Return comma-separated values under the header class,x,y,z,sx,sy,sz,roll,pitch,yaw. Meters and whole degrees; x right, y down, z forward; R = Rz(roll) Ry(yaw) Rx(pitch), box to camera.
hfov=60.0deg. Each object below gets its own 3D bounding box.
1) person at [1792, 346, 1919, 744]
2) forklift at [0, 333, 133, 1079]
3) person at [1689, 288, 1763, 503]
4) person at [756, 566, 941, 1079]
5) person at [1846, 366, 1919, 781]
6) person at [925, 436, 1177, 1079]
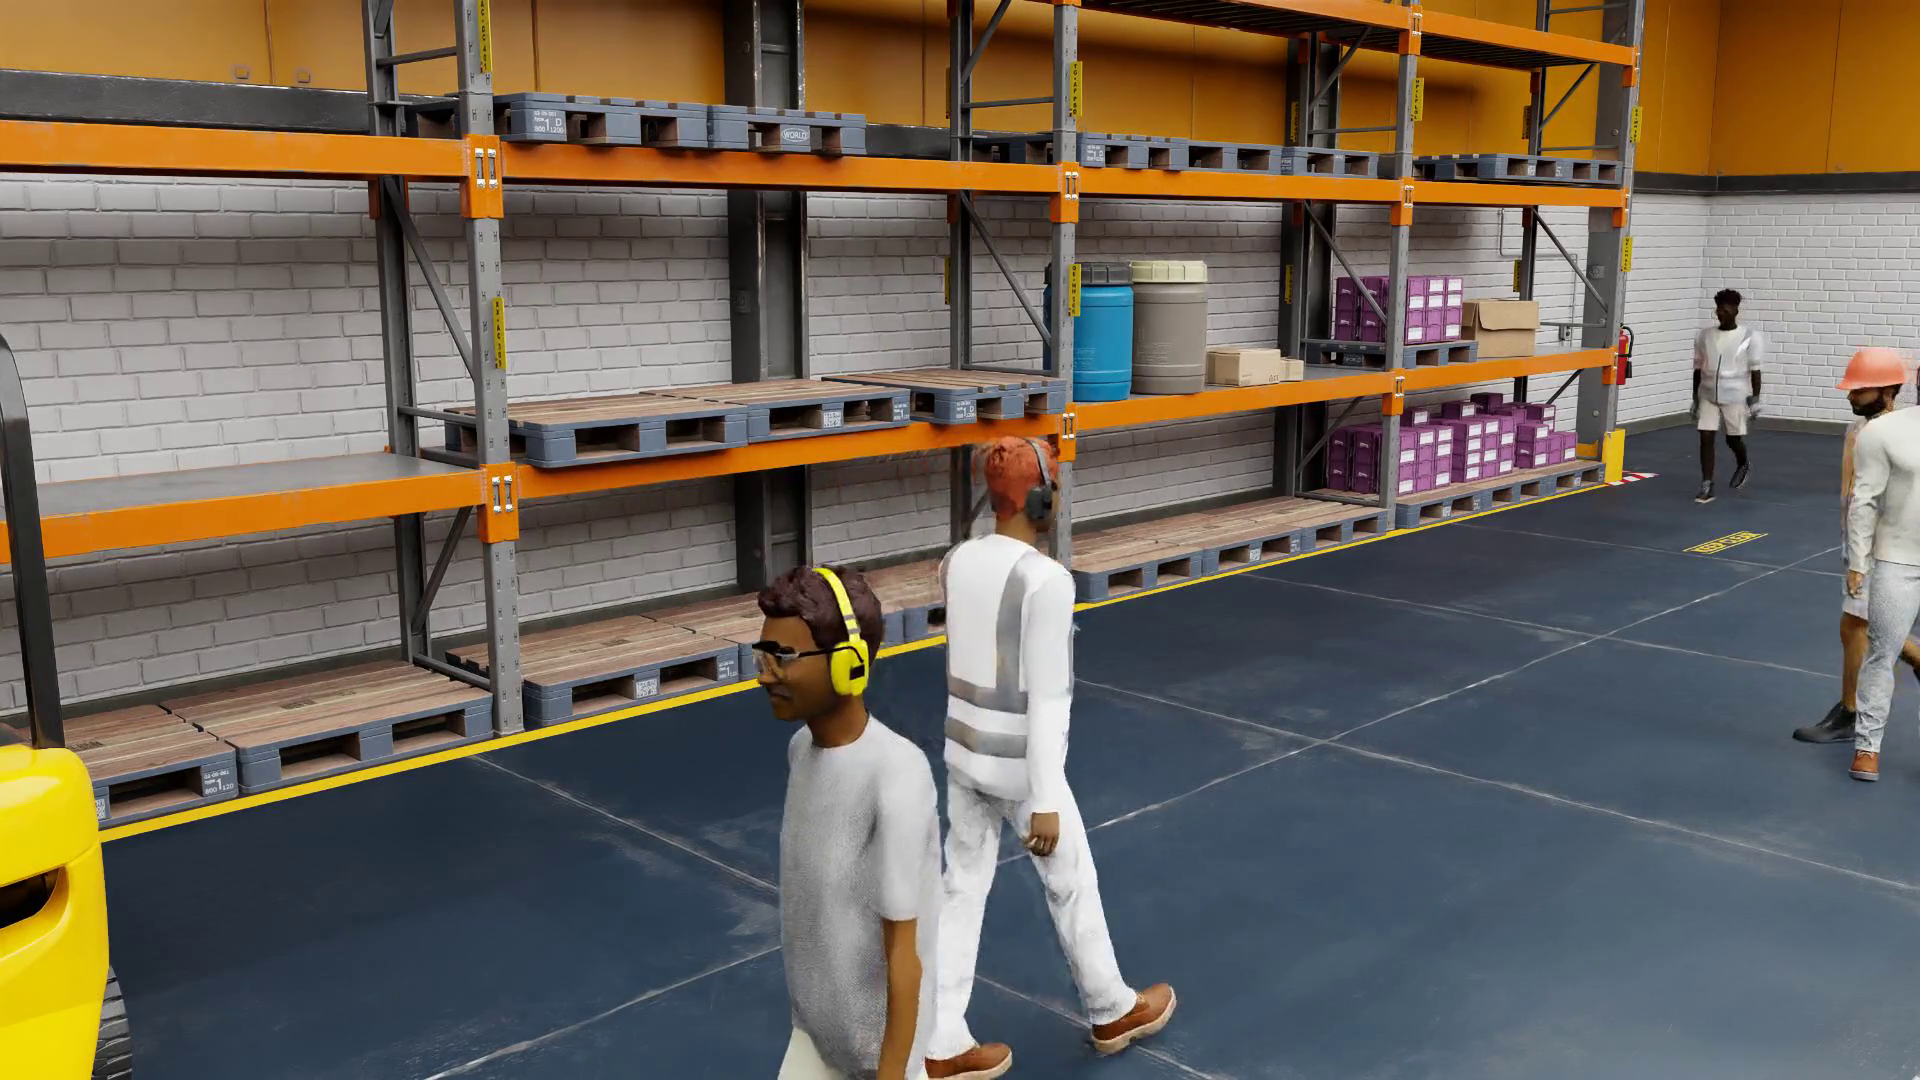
class,x,y,z,sx,sy,sz,roll,pitch,yaw
person,4.421,0.039,7.849,0.776,1.906,0.562,0,10,1
forklift,-3.289,0.485,4.582,1.214,2.155,2.313,-10,14,-44
person,6.985,-1.319,15.122,0.616,1.942,0.787,10,14,42
person,-0.124,0.931,3.147,0.908,1.834,0.518,-8,13,-36
person,4.227,0.117,7.283,0.636,1.939,0.363,4,11,19
person,0.236,0.621,4.768,0.912,1.845,0.615,-7,13,-35
